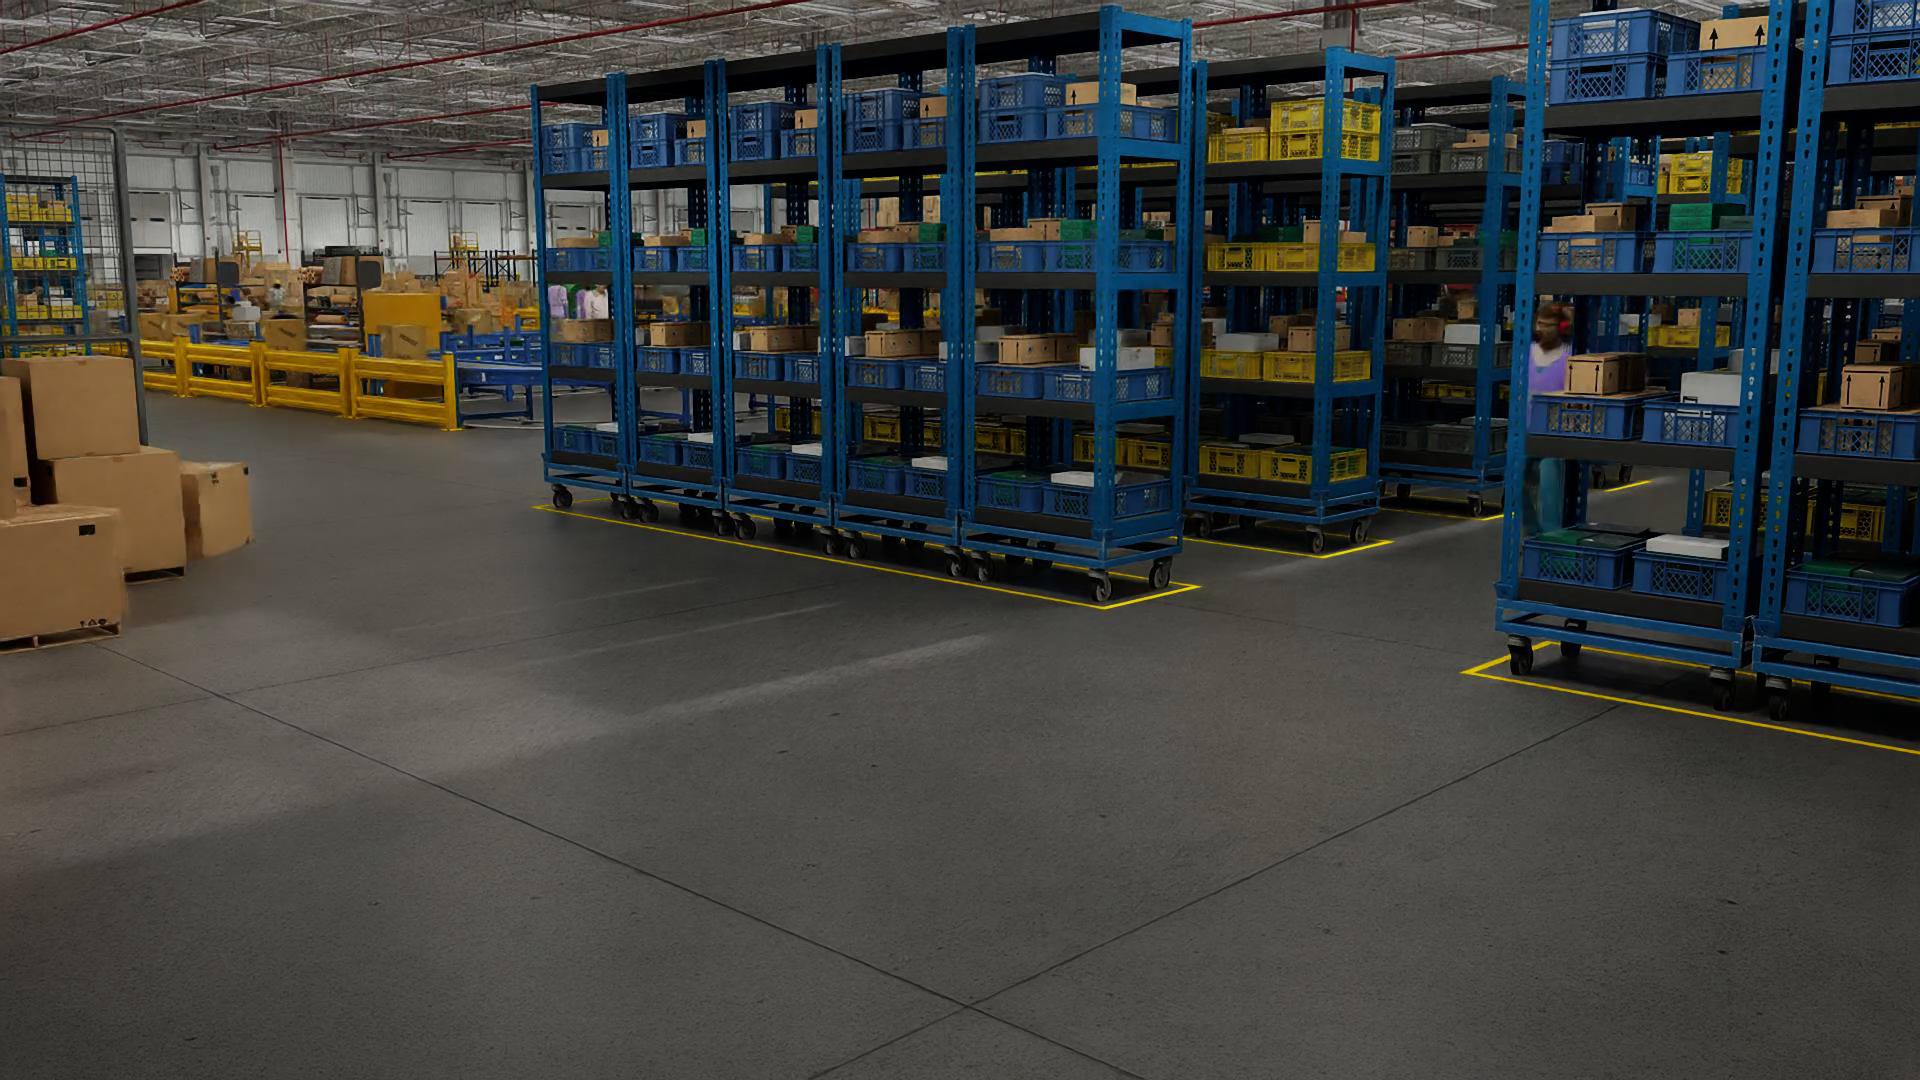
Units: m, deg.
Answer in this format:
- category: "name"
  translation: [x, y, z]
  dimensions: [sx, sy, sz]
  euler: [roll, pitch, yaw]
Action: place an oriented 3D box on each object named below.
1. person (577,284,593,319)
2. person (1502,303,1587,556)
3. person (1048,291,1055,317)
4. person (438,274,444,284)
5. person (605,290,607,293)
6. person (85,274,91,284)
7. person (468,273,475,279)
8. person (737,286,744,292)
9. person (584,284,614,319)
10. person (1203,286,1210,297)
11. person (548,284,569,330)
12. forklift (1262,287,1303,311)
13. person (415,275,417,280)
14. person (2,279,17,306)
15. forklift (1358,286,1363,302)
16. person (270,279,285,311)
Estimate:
- category: "person"
  translation: [-8.881, -5.349, 39.681]
  dimensions: [0.552, 1.915, 0.705]
  euler: [-6, 11, -31]
- category: "person"
  translation: [4.115, -0.746, 11.735]
  dimensions: [0.449, 1.829, 0.586]
  euler: [-8, 12, -42]
- category: "person"
  translation: [1.410, -2.859, 24.918]
  dimensions: [0.721, 1.744, 0.531]
  euler: [-7, 12, -38]
- category: "person"
  translation: [-27.969, -13.393, 89.408]
  dimensions: [0.663, 1.807, 0.646]
  euler: [-8, 12, -41]
- category: "person"
  translation: [-13.038, -8.560, 60.315]
  dimensions: [0.576, 1.614, 0.339]
  euler: [-9, 13, -43]
- category: "person"
  translation: [-43.941, -12.534, 83.988]
  dimensions: [0.520, 1.841, 0.854]
  euler: [8, 12, 40]
- category: "person"
  translation: [-17.209, -8.446, 58.643]
  dimensions: [0.543, 1.928, 0.373]
  euler: [-7, 12, -37]
- category: "person"
  translation: [-8.101, -8.826, 61.521]
  dimensions: [0.373, 1.749, 0.535]
  euler: [-1, 9, -3]
- category: "person"
  translation: [-7.064, -4.202, 32.735]
  dimensions: [0.395, 1.900, 0.645]
  euler: [9, 13, 43]
- category: "person"
  translation: [8.154, -7.611, 54.533]
  dimensions: [0.509, 1.610, 0.482]
  euler: [8, 12, 39]
- category: "person"
  translation: [-9.055, -5.071, 37.633]
  dimensions: [0.605, 2.033, 0.398]
  euler: [7, 11, 36]
- category: "forklift"
  translation: [10.769, -8.203, 54.240]
  dimensions: [1.129, 2.768, 1.873]
  euler: [8, 12, 42]
- category: "person"
  translation: [-20.207, -8.920, 61.868]
  dimensions: [0.900, 1.830, 0.511]
  euler: [-9, 13, -43]
- category: "person"
  translation: [-35.774, -9.079, 62.710]
  dimensions: [0.585, 1.867, 0.639]
  euler: [1, 9, 4]
- category: "forklift"
  translation: [11.100, -7.017, 46.970]
  dimensions: [1.873, 2.768, 1.129]
  euler: [9, 13, 43]
- category: "person"
  translation: [-23.890, -8.280, 58.249]
  dimensions: [0.493, 1.726, 0.686]
  euler: [-4, 10, -24]
